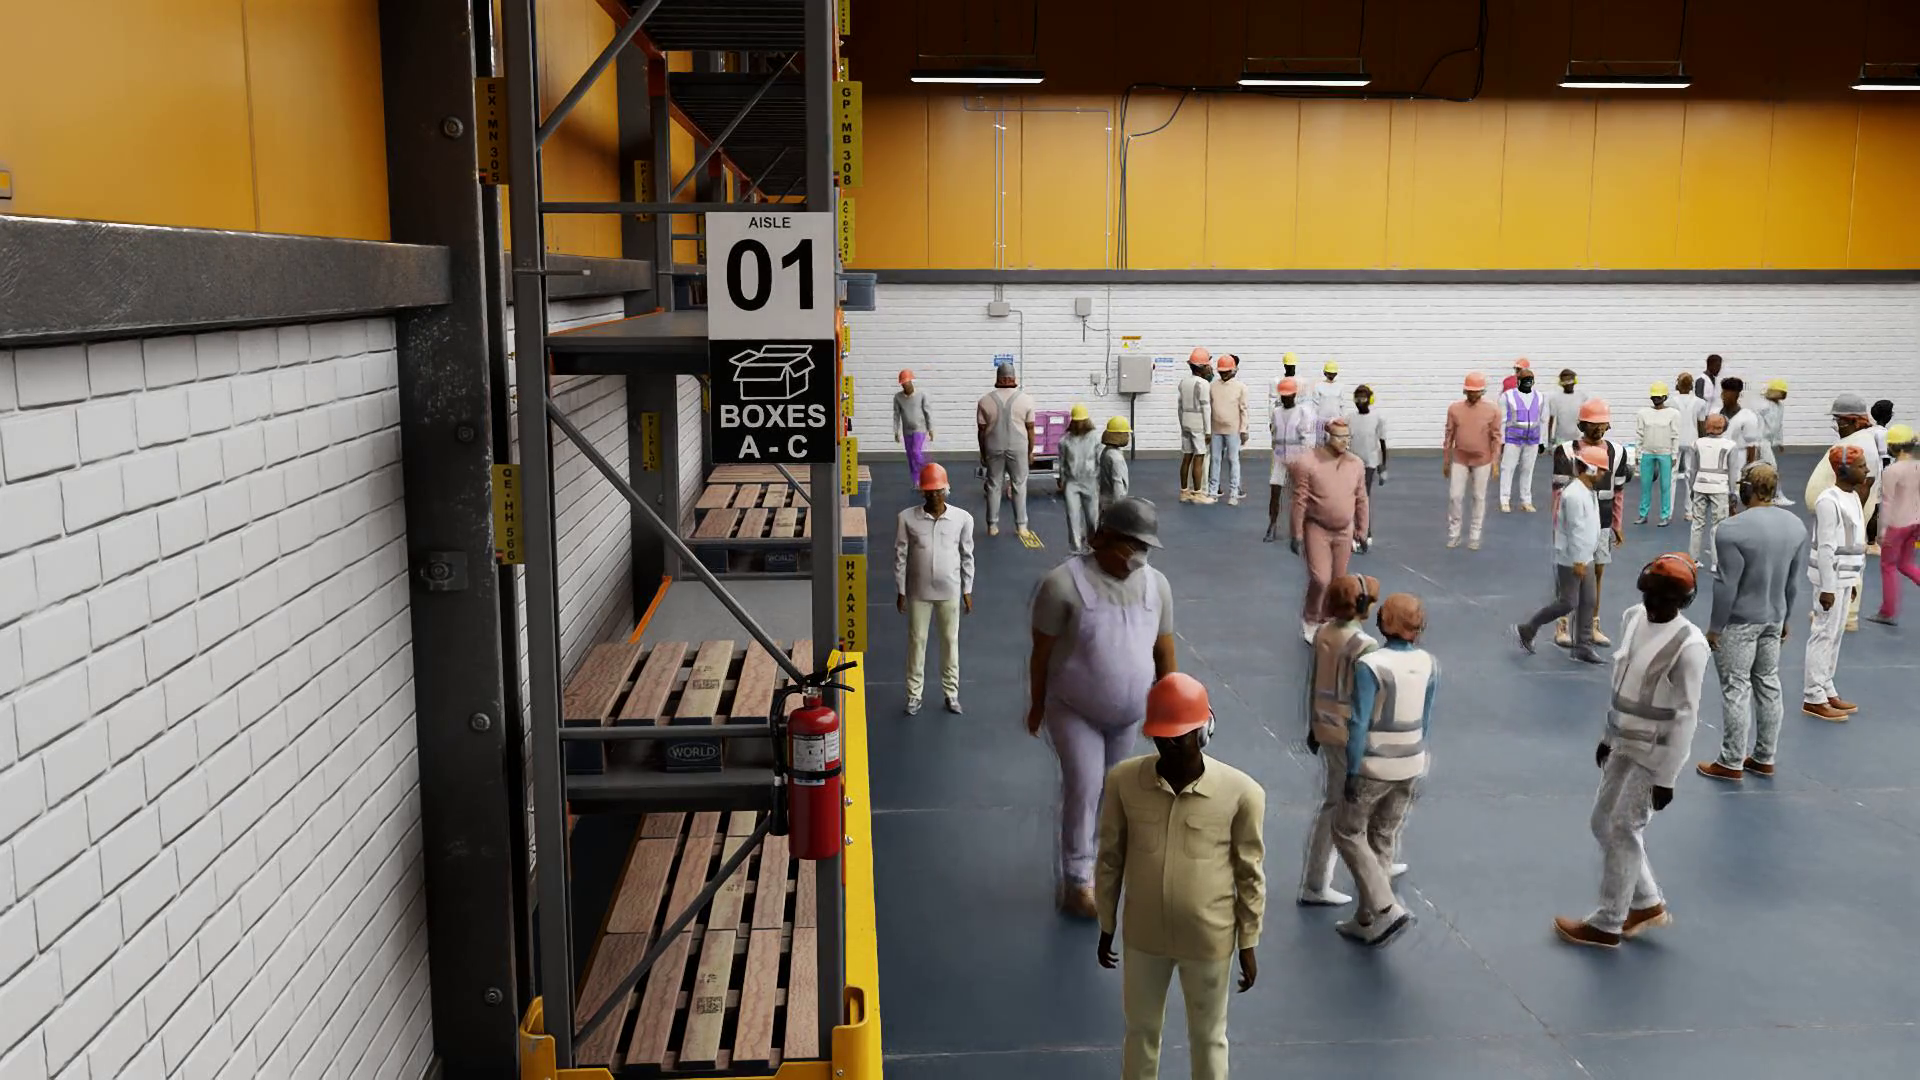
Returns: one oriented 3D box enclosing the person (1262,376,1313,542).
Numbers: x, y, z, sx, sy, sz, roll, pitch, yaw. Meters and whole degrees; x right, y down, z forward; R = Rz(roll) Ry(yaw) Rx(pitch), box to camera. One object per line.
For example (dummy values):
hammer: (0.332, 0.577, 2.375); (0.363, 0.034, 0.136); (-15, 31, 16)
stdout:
person: (3.819, -0.943, 19.138); (0.542, 1.900, 0.944); (6, 11, 34)

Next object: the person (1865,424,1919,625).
person: (8.172, -0.116, 14.343); (0.542, 1.751, 0.572); (-5, 10, -27)

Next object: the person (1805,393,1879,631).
person: (7.553, -0.250, 14.288); (0.536, 2.000, 0.688); (3, 10, 18)

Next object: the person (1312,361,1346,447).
person: (5.541, -1.813, 24.981); (0.527, 1.762, 0.340); (-1, 9, -6)

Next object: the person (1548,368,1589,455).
person: (7.827, -1.278, 21.350); (0.539, 1.845, 0.448); (2, 9, 10)

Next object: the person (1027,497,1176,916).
person: (0.720, 0.755, 7.977); (0.709, 2.000, 0.732); (-4, 10, -25)

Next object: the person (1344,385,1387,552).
person: (4.383, -0.788, 18.347); (0.506, 1.828, 0.908); (9, 12, 43)

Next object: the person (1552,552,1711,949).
person: (2.979, 0.954, 7.375); (0.508, 1.857, 0.632); (0, 9, -1)

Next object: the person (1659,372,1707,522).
person: (8.891, -1.138, 20.491); (0.508, 1.842, 0.345); (2, 9, 13)

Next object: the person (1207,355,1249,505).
person: (3.499, -1.454, 22.031); (0.630, 1.983, 0.417); (5, 10, 28)

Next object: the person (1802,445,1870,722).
person: (6.016, 0.287, 11.405); (0.352, 1.884, 0.579); (8, 12, 41)

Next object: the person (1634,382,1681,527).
person: (8.428, -1.039, 20.132); (0.518, 1.757, 0.339); (7, 12, 38)

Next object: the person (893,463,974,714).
person: (-0.179, 0.335, 11.511); (0.563, 1.751, 0.329); (-1, 9, -4)

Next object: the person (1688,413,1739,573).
person: (7.702, -0.482, 17.034); (0.311, 1.632, 0.514); (-6, 11, -35)

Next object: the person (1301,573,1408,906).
person: (1.948, 0.961, 8.021); (0.677, 1.612, 0.531); (-2, 9, -13)

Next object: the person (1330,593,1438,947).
person: (1.937, 1.039, 7.511); (0.549, 1.609, 0.403); (-6, 11, -35)

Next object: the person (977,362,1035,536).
person: (0.548, -1.067, 19.419); (0.680, 2.000, 0.536); (2, 9, 10)

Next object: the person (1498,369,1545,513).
person: (7.179, -1.261, 21.256); (0.620, 1.845, 0.430); (-1, 9, -4)

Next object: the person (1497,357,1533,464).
person: (8.866, -2.057, 26.609); (0.688, 1.728, 0.571); (-6, 11, -35)

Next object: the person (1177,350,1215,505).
person: (3.136, -1.489, 22.052); (0.385, 2.045, 0.605); (-5, 10, -28)

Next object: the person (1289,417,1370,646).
person: (3.021, -0.056, 13.546); (0.672, 1.886, 0.455); (-3, 9, -17)

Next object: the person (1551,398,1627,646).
person: (5.141, -0.142, 13.600); (0.607, 2.044, 0.377); (-1, 9, -4)

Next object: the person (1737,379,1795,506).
person: (10.677, -1.325, 22.143); (0.490, 1.683, 0.946); (-7, 11, -37)

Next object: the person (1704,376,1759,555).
person: (8.419, -0.819, 18.141); (0.646, 1.950, 0.621); (-4, 10, -25)

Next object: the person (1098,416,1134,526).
person: (1.441, -0.286, 15.450); (0.325, 1.740, 0.492); (-1, 9, -8)

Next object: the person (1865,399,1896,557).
person: (9.927, -0.672, 18.001); (0.317, 1.700, 0.539); (1, 9, 4)

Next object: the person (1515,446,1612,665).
person: (4.780, 0.112, 13.058); (0.676, 1.708, 0.557); (8, 12, 40)

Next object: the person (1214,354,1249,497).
person: (3.663, -1.552, 22.696); (0.613, 1.963, 0.362); (5, 11, 31)

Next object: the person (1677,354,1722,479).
person: (11.116, -1.846, 24.819); (0.479, 1.893, 0.670); (8, 12, 42)

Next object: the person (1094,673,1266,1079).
person: (0.714, 1.291, 5.508); (0.573, 1.749, 0.342); (3, 10, 20)

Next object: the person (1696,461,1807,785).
person: (4.721, 0.492, 9.943); (0.635, 1.938, 0.359); (-3, 10, -21)

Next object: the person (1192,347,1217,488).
person: (3.368, -1.675, 23.270); (0.410, 2.035, 0.614); (5, 10, 29)

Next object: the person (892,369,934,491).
person: (-0.679, -1.556, 23.480); (0.581, 1.715, 0.626); (4, 10, 25)

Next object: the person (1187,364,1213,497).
person: (3.300, -1.475, 22.636); (0.343, 1.838, 0.501); (-8, 12, -42)

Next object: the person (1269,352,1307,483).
person: (4.768, -1.763, 24.140); (0.594, 1.925, 0.369); (-2, 9, -15)

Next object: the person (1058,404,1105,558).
person: (1.272, -0.579, 17.400); (0.491, 1.721, 0.657); (1, 9, 4)

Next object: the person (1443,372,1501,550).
person: (5.629, -0.866, 18.361); (0.616, 1.972, 0.457); (4, 10, 25)
